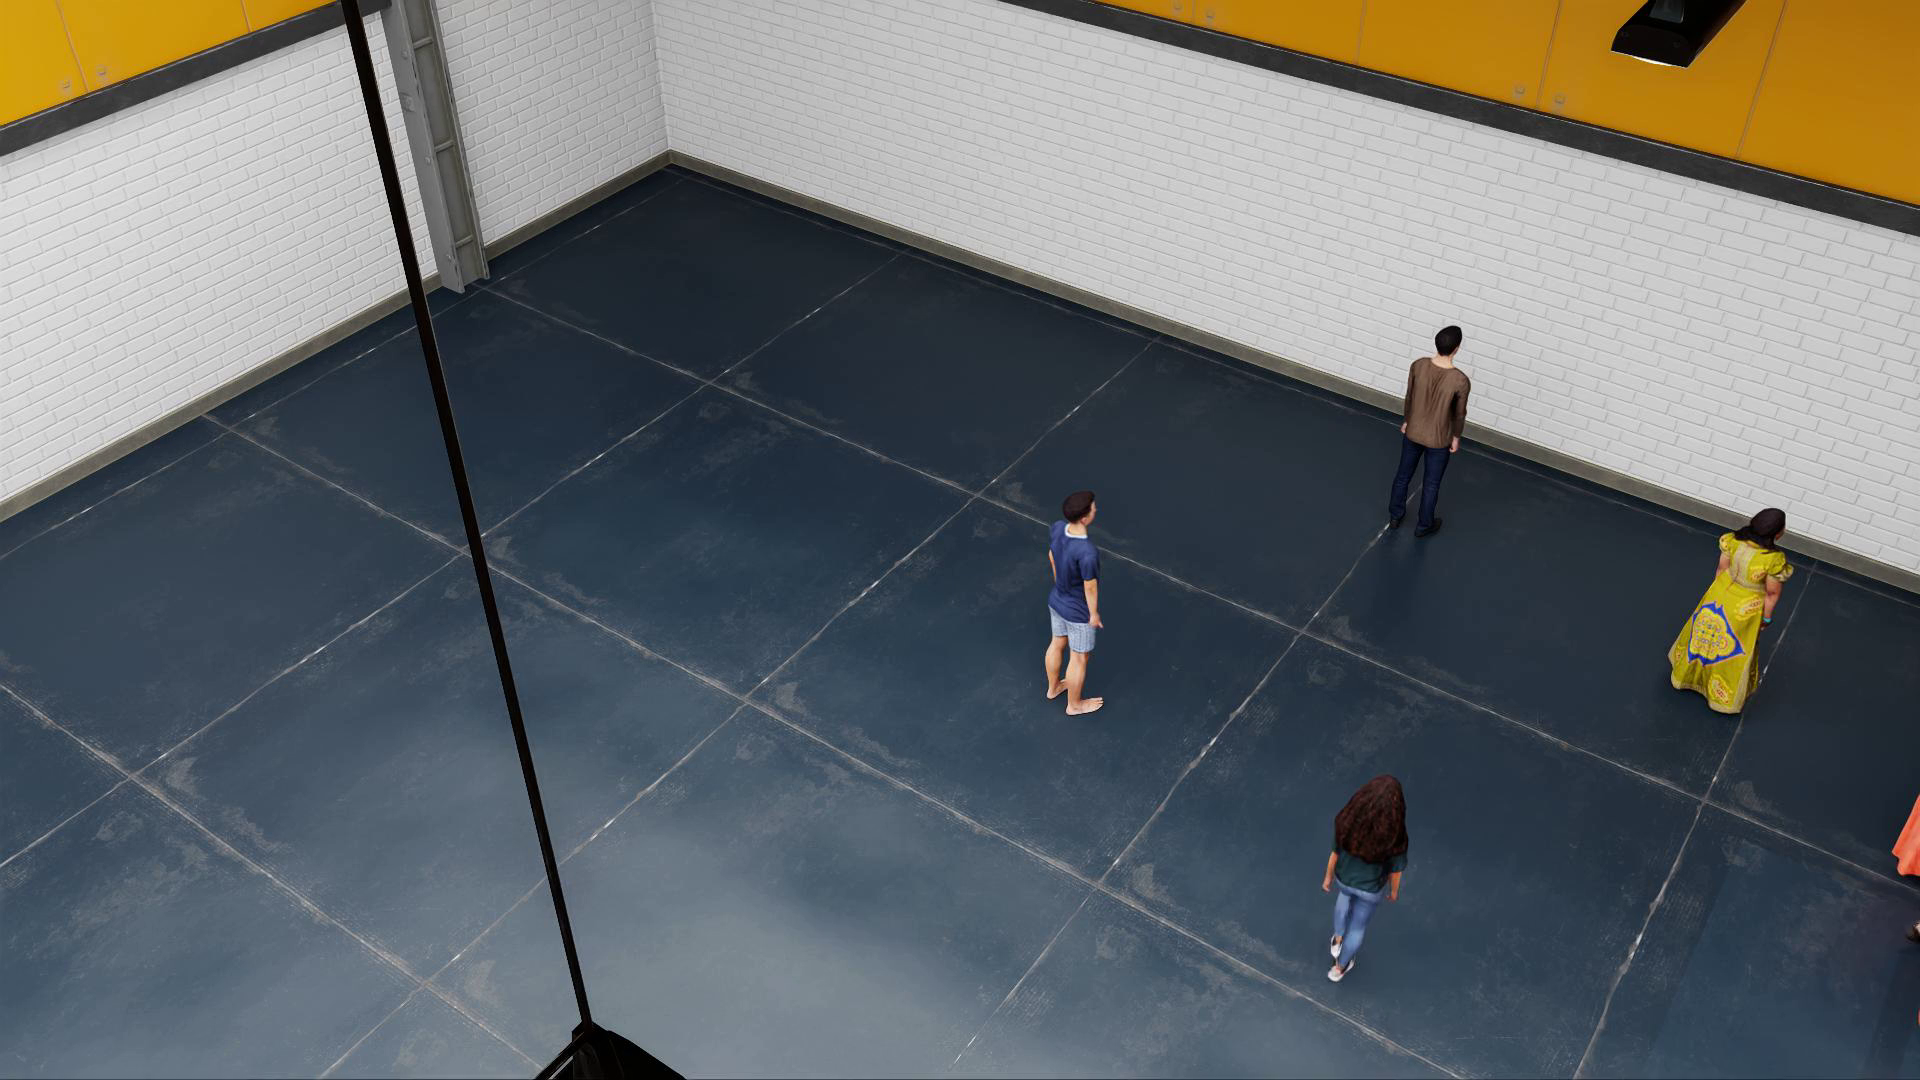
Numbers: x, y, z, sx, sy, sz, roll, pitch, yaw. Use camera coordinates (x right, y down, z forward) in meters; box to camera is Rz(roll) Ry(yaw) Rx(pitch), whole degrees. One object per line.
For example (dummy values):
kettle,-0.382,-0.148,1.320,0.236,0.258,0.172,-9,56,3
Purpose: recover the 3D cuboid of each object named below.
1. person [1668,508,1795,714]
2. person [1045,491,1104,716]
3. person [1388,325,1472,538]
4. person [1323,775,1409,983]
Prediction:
person,5.431,0.456,11.610,0.957,1.660,0.977,-22,43,-25
person,0.779,0.433,11.486,0.687,1.850,0.699,-22,43,-25
person,3.685,-0.853,13.066,0.647,1.887,0.549,25,45,28
person,2.306,2.027,9.688,0.601,1.603,0.638,21,43,24
